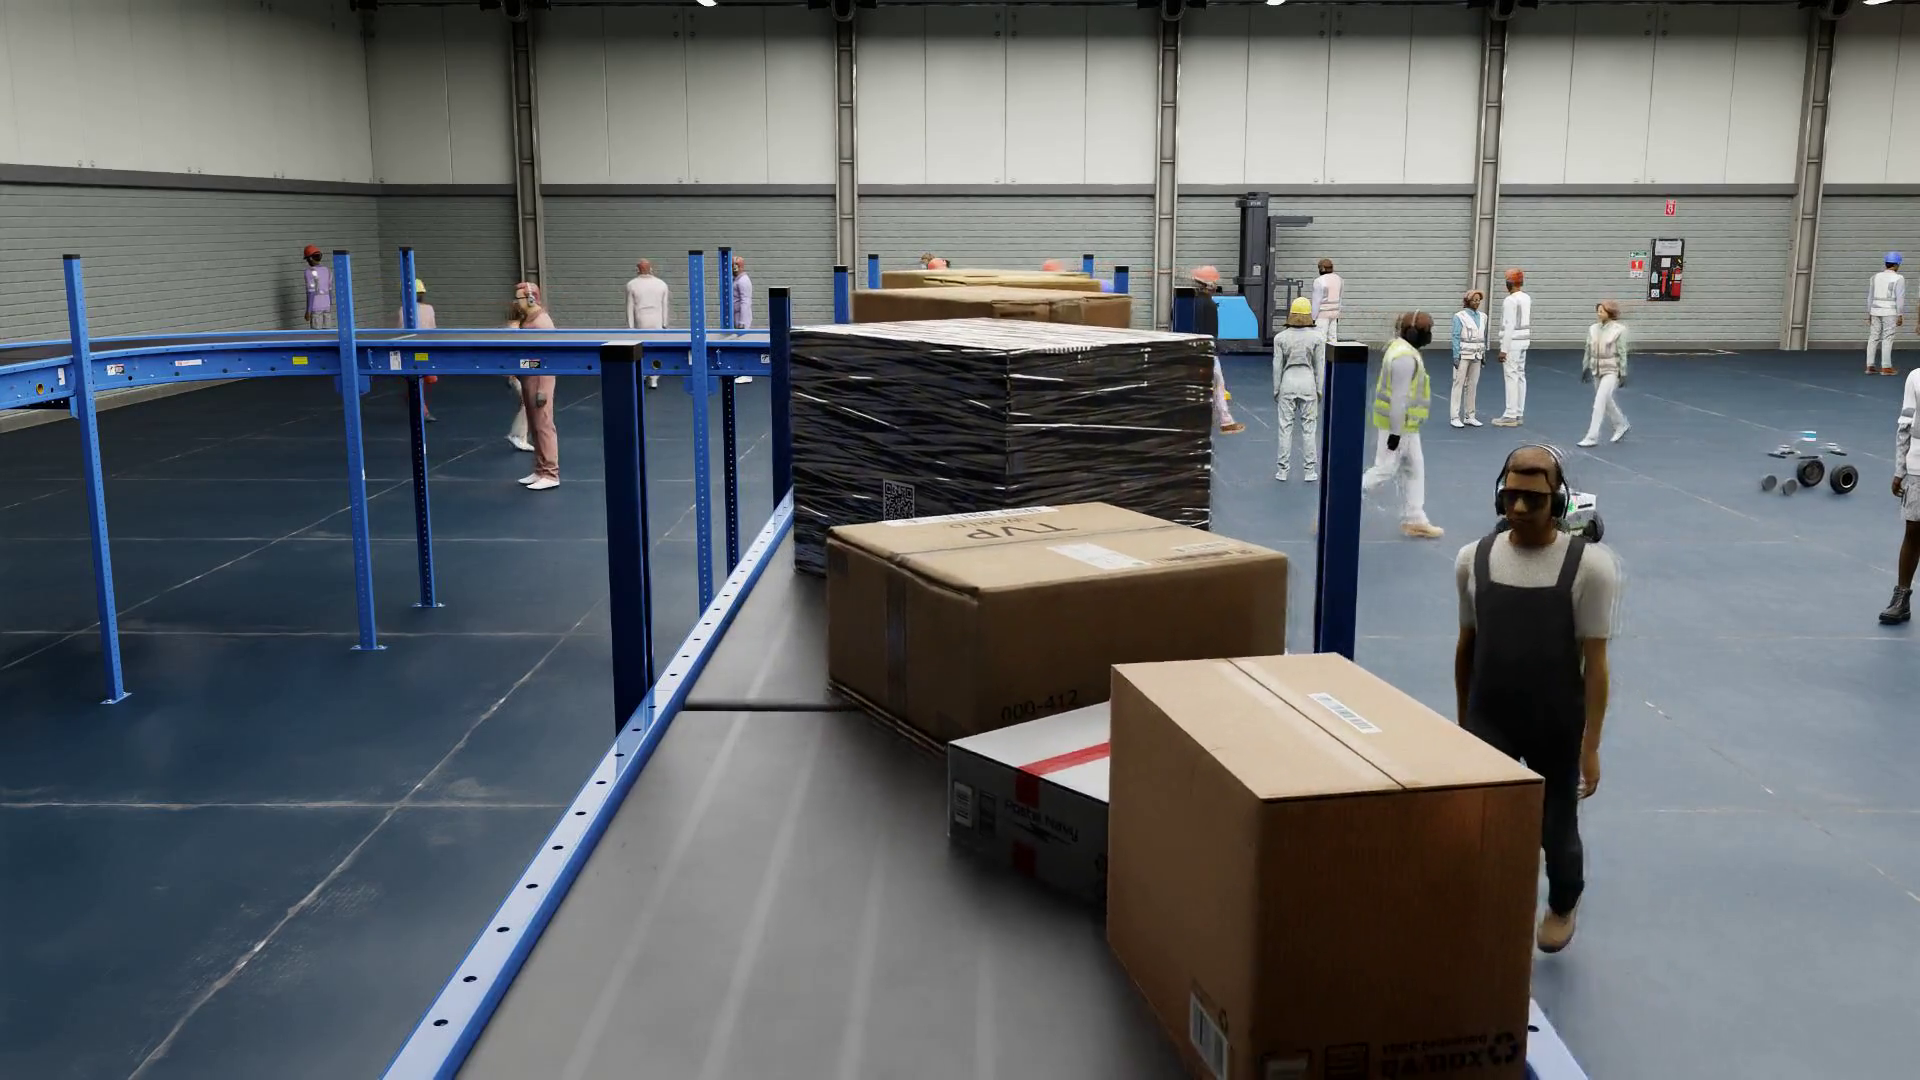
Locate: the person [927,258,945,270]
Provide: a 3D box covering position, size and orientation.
[{"bbox_3d":[-0.330,-2.920,22.991,0.542,1.939,0.362,-10,15,-42],"label":"person"}]

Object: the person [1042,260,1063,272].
[{"bbox_3d":[1.242,-2.685,21.796,1.047,1.939,0.652,7,13,31],"label":"person"}]

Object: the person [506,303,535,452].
[{"bbox_3d":[-4.651,-1.742,17.732,0.377,1.623,0.532,1,11,6],"label":"person"}]

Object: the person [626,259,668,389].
[{"bbox_3d":[-4.607,-3.170,24.413,0.647,1.884,0.590,-5,12,-23],"label":"person"}]

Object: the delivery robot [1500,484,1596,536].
[{"bbox_3d":[4.542,-0.284,12.885,0.477,0.478,0.707,-7,13,-32],"label":"delivery robot"}]

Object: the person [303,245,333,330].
[{"bbox_3d":[-10.553,-3.808,27.315,0.392,2.033,0.605,3,11,16],"label":"person"}]

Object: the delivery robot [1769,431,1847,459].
[{"bbox_3d":[7.810,-0.884,15.298,0.698,0.223,0.335,-3,11,-14],"label":"delivery robot"}]

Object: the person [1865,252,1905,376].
[{"bbox_3d":[14.772,-3.612,26.524,0.406,1.945,0.613,-4,12,-20],"label":"person"}]

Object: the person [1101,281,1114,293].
[{"bbox_3d":[1.376,-1.551,16.100,1.025,1.883,0.629,-7,13,-34],"label":"person"}]

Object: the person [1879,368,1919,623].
[{"bbox_3d":[5.994,-0.422,10.157,0.542,1.939,0.368,10,15,42],"label":"person"}]

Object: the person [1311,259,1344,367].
[{"bbox_3d":[5.807,-3.554,26.516,0.624,1.840,0.429,-8,13,-35],"label":"person"}]

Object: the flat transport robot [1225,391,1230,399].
[{"bbox_3d":[2.983,-2.080,23.085,1.431,0.197,0.652,0,11,-2],"label":"flat transport robot"}]

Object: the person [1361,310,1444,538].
[{"bbox_3d":[3.366,-0.916,13.074,0.856,1.802,0.664,3,12,17],"label":"person"}]

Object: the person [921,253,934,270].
[{"bbox_3d":[-0.467,-3.640,26.734,0.383,1.928,0.628,-10,15,-41],"label":"person"}]

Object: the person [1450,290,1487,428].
[{"bbox_3d":[6.098,-2.175,19.938,0.514,1.641,0.309,-6,13,-28],"label":"person"}]

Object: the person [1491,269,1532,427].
[{"bbox_3d":[6.669,-2.320,20.059,0.358,1.881,0.574,10,15,41],"label":"person"}]

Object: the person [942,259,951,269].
[{"bbox_3d":[-0.253,-3.296,25.127,0.510,1.856,0.561,-5,12,-24],"label":"person"}]

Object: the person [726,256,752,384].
[{"bbox_3d":[-3.342,-3.328,25.186,0.400,1.905,0.643,-2,11,-11],"label":"person"}]

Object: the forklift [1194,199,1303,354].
[{"bbox_3d":[5.313,-4.851,30.603,1.873,2.768,1.129,0,11,1],"label":"forklift"}]

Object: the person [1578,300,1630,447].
[{"bbox_3d":[7.169,-1.852,18.373,0.824,1.604,0.526,-5,12,-25],"label":"person"}]

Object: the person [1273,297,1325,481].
[{"bbox_3d":[3.227,-1.438,15.883,0.485,1.744,0.294,2,11,12],"label":"person"}]

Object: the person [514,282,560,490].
[{"bbox_3d":[-3.948,-1.426,15.405,0.403,1.904,0.652,-5,12,-25],"label":"person"}]

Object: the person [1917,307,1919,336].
[{"bbox_3d":[14.431,-3.212,24.342,1.032,2.000,0.698,-9,14,-40],"label":"person"}]

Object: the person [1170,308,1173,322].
[{"bbox_3d":[2.097,-1.406,15.837,0.318,1.697,0.535,6,13,29],"label":"person"}]

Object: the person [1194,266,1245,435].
[{"bbox_3d":[2.797,-2.178,19.185,1.010,1.945,0.631,-4,12,-20],"label":"person"}]

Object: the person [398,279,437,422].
[{"bbox_3d":[-6.693,-2.338,20.474,0.581,1.750,0.536,7,13,31],"label":"person"}]

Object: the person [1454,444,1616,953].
[{"bbox_3d":[1.830,0.581,5.347,0.517,1.818,0.906,7,13,31],"label":"person"}]
